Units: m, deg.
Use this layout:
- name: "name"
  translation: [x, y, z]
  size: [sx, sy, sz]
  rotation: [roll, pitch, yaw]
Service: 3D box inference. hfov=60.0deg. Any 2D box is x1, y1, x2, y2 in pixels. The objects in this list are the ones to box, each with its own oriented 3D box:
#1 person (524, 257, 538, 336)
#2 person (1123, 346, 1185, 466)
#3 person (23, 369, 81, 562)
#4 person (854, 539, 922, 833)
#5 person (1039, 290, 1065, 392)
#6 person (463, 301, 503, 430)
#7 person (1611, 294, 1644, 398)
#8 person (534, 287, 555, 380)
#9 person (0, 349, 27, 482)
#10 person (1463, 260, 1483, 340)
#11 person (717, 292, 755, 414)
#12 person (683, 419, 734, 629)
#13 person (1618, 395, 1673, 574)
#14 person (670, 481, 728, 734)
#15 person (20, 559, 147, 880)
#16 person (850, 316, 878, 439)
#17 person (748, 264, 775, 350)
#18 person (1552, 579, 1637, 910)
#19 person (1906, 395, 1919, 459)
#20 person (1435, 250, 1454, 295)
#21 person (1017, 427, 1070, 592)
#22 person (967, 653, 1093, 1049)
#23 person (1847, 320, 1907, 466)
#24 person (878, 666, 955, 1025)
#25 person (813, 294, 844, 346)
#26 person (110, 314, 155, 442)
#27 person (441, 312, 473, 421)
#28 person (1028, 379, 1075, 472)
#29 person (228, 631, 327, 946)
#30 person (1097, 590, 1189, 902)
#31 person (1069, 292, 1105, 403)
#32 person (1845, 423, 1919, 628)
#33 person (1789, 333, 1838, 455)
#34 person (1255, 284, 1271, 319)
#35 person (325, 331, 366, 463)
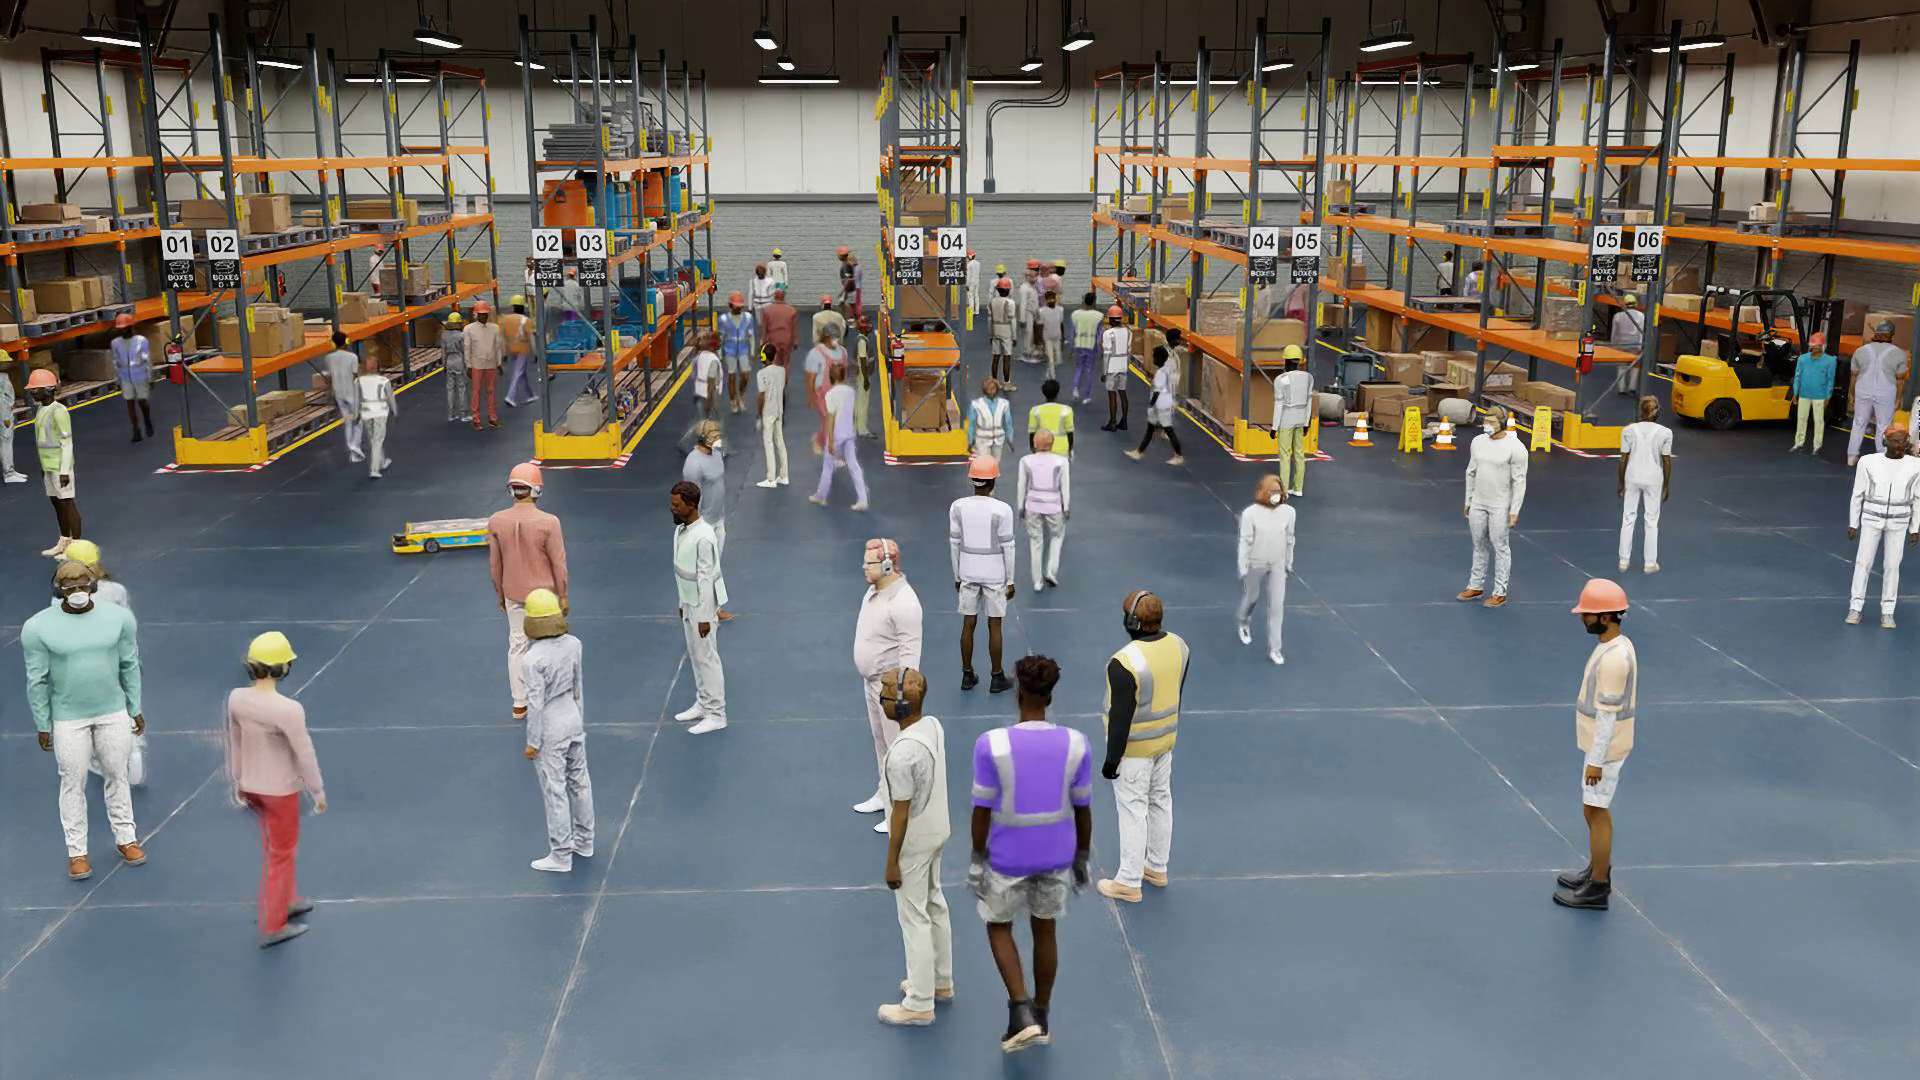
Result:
- name: "person"
  translation: [-9.897, -5.667, 38.690]
  size: [0.570, 1.844, 0.377]
  rotation: [9, 16, 33]
- name: "person"
  translation: [2.724, -1.851, 22.940]
  size: [0.888, 1.643, 0.540]
  rotation: [3, 14, 11]
- name: "person"
  translation: [-9.594, -0.789, 17.605]
  size: [0.613, 2.043, 0.374]
  rotation: [11, 17, 40]
- name: "person"
  translation: [-0.482, 0.920, 10.659]
  size: [0.403, 1.906, 0.651]
  rotation: [-5, 14, -22]
- name: "person"
  translation: [1.638, -3.587, 29.898]
  size: [0.521, 1.841, 0.498]
  rotation: [-5, 14, -19]
- name: "person"
  translation: [-7.408, -2.725, 25.910]
  size: [0.612, 1.996, 0.389]
  rotation: [-11, 17, -40]
- name: "person"
  translation: [11.728, -3.404, 29.236]
  size: [0.613, 1.781, 0.595]
  rotation: [8, 16, 32]
- name: "person"
  translation: [-7.841, -3.893, 31.352]
  size: [0.318, 1.766, 0.534]
  rotation: [0, 13, 0]
- name: "person"
  translation: [-12.495, -1.631, 21.815]
  size: [0.295, 1.743, 0.493]
  rotation: [-7, 15, -26]
- name: "person"
  translation: [11.749, -5.434, 37.757]
  size: [0.632, 1.824, 0.684]
  rotation: [-4, 14, -18]
- name: "person"
  translation: [-3.669, -3.058, 27.265]
  size: [0.646, 2.017, 0.523]
  rotation: [-4, 14, -16]
- name: "person"
  translation: [-2.307, -0.148, 15.144]
  size: [0.370, 1.933, 0.625]
  rotation: [3, 14, 13]
- name: "person"
  translation: [7.024, -0.565, 17.093]
  size: [0.506, 1.839, 0.343]
  rotation: [8, 15, 30]
- name: "person"
  translation: [-1.959, 0.489, 12.490]
  size: [0.396, 1.910, 0.587]
  rotation: [-7, 15, -26]
- name: "person"
  translation: [-5.231, 1.058, 10.004]
  size: [0.630, 1.940, 0.373]
  rotation: [-11, 17, -39]
- name: "person"
  translation: [-1.457, -2.456, 25.080]
  size: [0.389, 1.850, 0.564]
  rotation: [-2, 13, -7]
- name: "person"
  translation: [-4.299, -5.092, 36.252]
  size: [0.584, 1.857, 0.852]
  rotation: [3, 14, 11]
- name: "person"
  translation: [3.665, 1.168, 9.583]
  size: [0.391, 1.923, 0.549]
  rotation: [5, 14, 20]
- name: "person"
  translation: [11.686, -1.203, 20.007]
  size: [0.582, 1.741, 0.453]
  rotation: [0, 13, -2]
- name: "person"
  translation: [11.932, -6.161, 40.775]
  size: [0.525, 1.862, 0.353]
  rotation: [1, 13, 3]
- name: "person"
  translation: [0.824, -0.300, 16.418]
  size: [0.537, 1.619, 0.441]
  rotation: [3, 14, 12]
- name: "person"
  translation: [0.354, 1.529, 8.029]
  size: [0.640, 1.933, 0.619]
  rotation: [-3, 14, -14]
- name: "person"
  translation: [12.555, -2.004, 22.757]
  size: [0.686, 2.000, 0.535]
  rotation: [12, 18, 42]
- name: "person"
  translation: [-0.230, 1.513, 8.301]
  size: [0.343, 1.838, 0.504]
  rotation: [5, 14, 20]
- name: "person"
  translation: [-2.368, -3.547, 29.948]
  size: [0.561, 1.735, 0.366]
  rotation: [-1, 13, -6]
- name: "person"
  translation: [-12.301, -2.407, 24.727]
  size: [0.566, 1.915, 0.417]
  rotation: [-2, 13, -8]
- name: "person"
  translation: [-8.056, -2.773, 26.658]
  size: [0.492, 1.740, 0.325]
  rotation: [5, 14, 19]
- name: "person"
  translation: [1.065, -1.050, 19.466]
  size: [0.560, 1.682, 0.597]
  rotation: [2, 13, 10]
- name: "person"
  translation: [-3.724, 1.345, 9.201]
  size: [0.547, 1.745, 0.610]
  rotation: [7, 15, 27]
- name: "person"
  translation: [1.039, 1.186, 9.671]
  size: [0.429, 1.844, 0.626]
  rotation: [12, 18, 41]
- name: "person"
  translation: [2.185, -3.289, 28.515]
  size: [0.607, 1.893, 0.448]
  rotation: [6, 14, 22]
- name: "person"
  translation: [8.436, -0.136, 15.179]
  size: [0.584, 1.883, 0.346]
  rotation: [6, 15, 25]
- name: "person"
  translation: [12.182, -2.094, 23.778]
  size: [0.354, 1.744, 0.564]
  rotation: [-11, 17, -38]
- name: "person"
  translation: [6.512, -4.956, 36.256]
  size: [0.542, 1.609, 0.689]
  rotation: [6, 15, 25]
- name: "person"
  translation: [-8.546, -1.988, 23.144]
  size: [0.565, 1.826, 0.562]
  rotation: [0, 13, 1]
